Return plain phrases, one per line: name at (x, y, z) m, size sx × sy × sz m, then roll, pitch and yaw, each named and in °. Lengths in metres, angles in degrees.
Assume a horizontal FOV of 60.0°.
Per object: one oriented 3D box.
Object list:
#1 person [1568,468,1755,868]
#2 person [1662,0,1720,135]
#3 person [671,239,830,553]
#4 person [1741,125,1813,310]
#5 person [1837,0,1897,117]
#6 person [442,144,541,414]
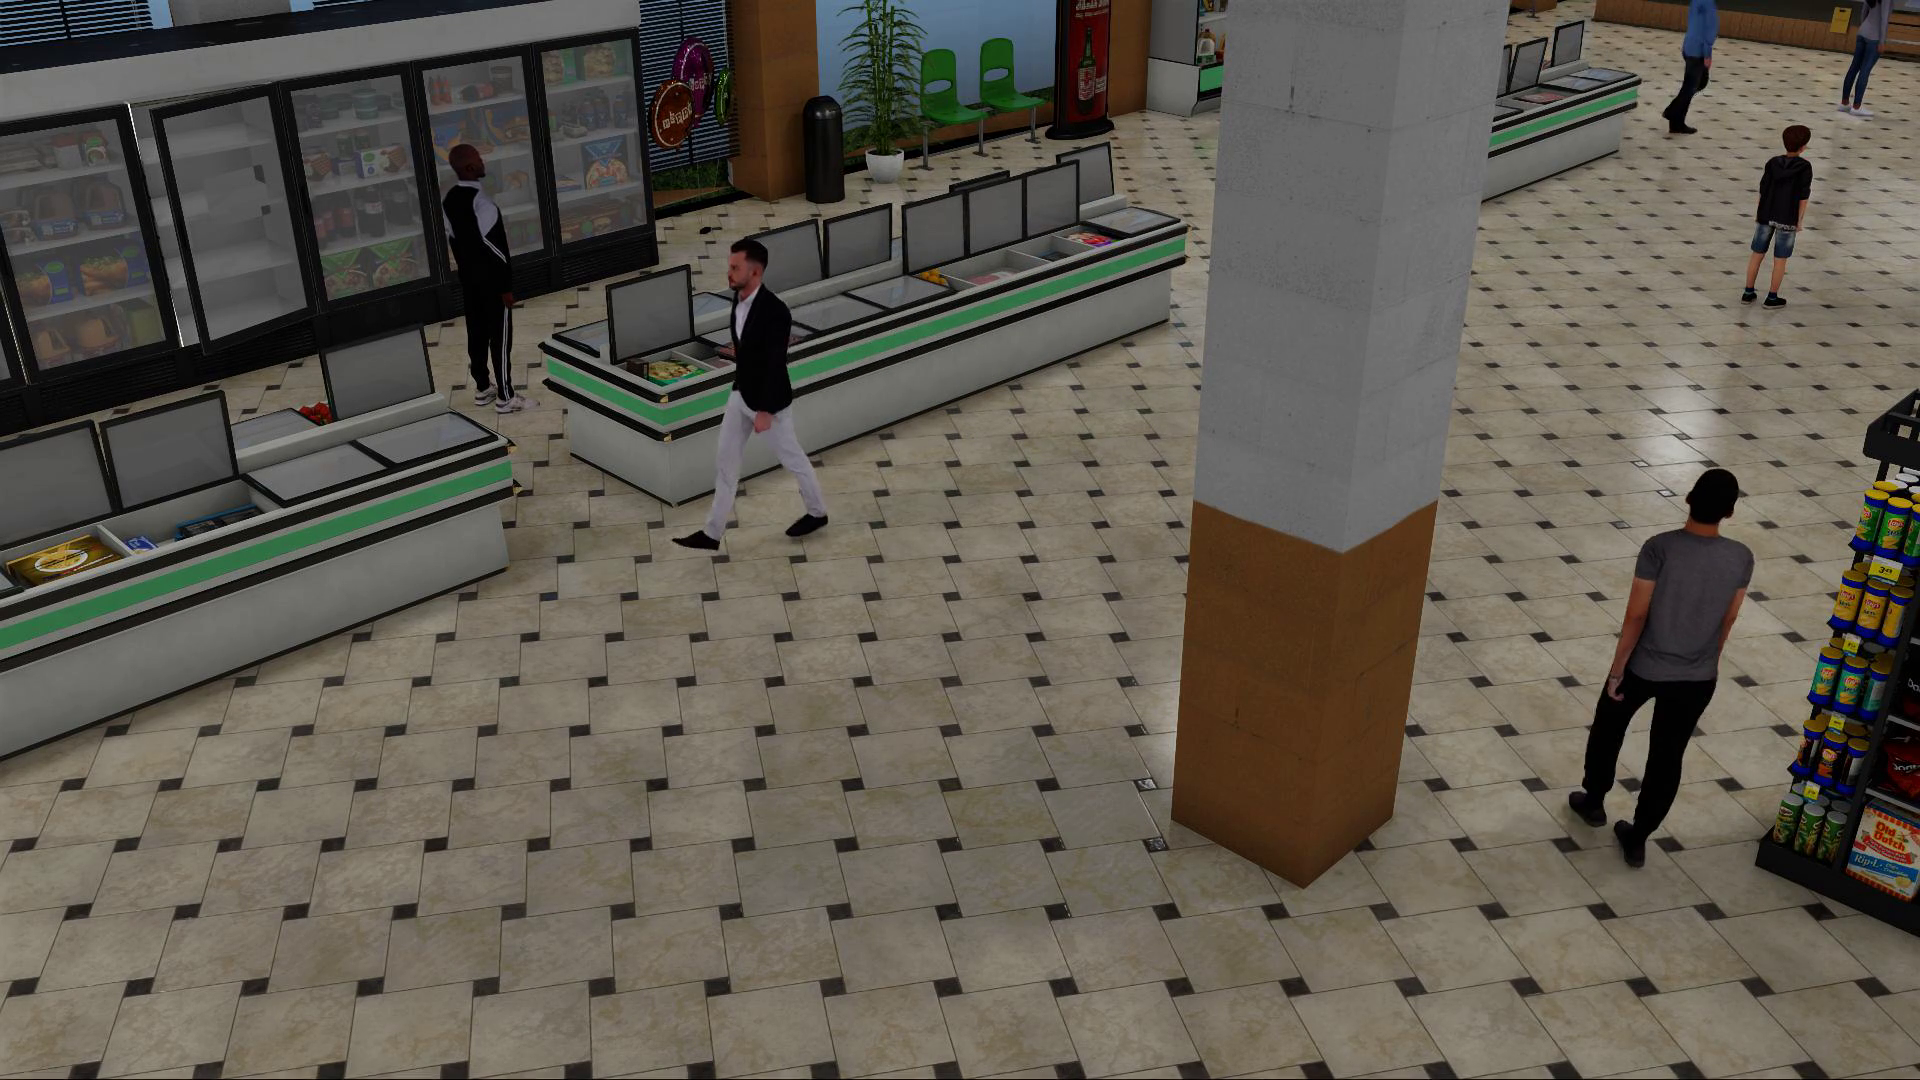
person at (2.869, 0.566, 6.696) m, size 0.798 × 1.734 × 0.857 m, roll 3°, pitch 27°, yaw 6°
person at (8.071, -5.419, 18.425) m, size 0.851 × 1.800 × 0.763 m, roll 7°, pitch 28°, yaw 14°
person at (-1.012, -0.775, 9.280) m, size 1.252 × 1.788 × 0.836 m, roll -17°, pitch 32°, yaw -30°
person at (6.496, -2.568, 13.193) m, size 0.508 × 1.446 × 0.539 m, roll -22°, pitch 35°, yaw -37°
person at (10.566, -5.841, 19.322) m, size 0.732 × 1.740 × 0.687 m, roll -2°, pitch 27°, yaw -4°
person at (-3.209, -1.756, 11.170) m, size 0.666 × 1.828 × 0.566 m, roll 21°, pitch 34°, yaw 35°
